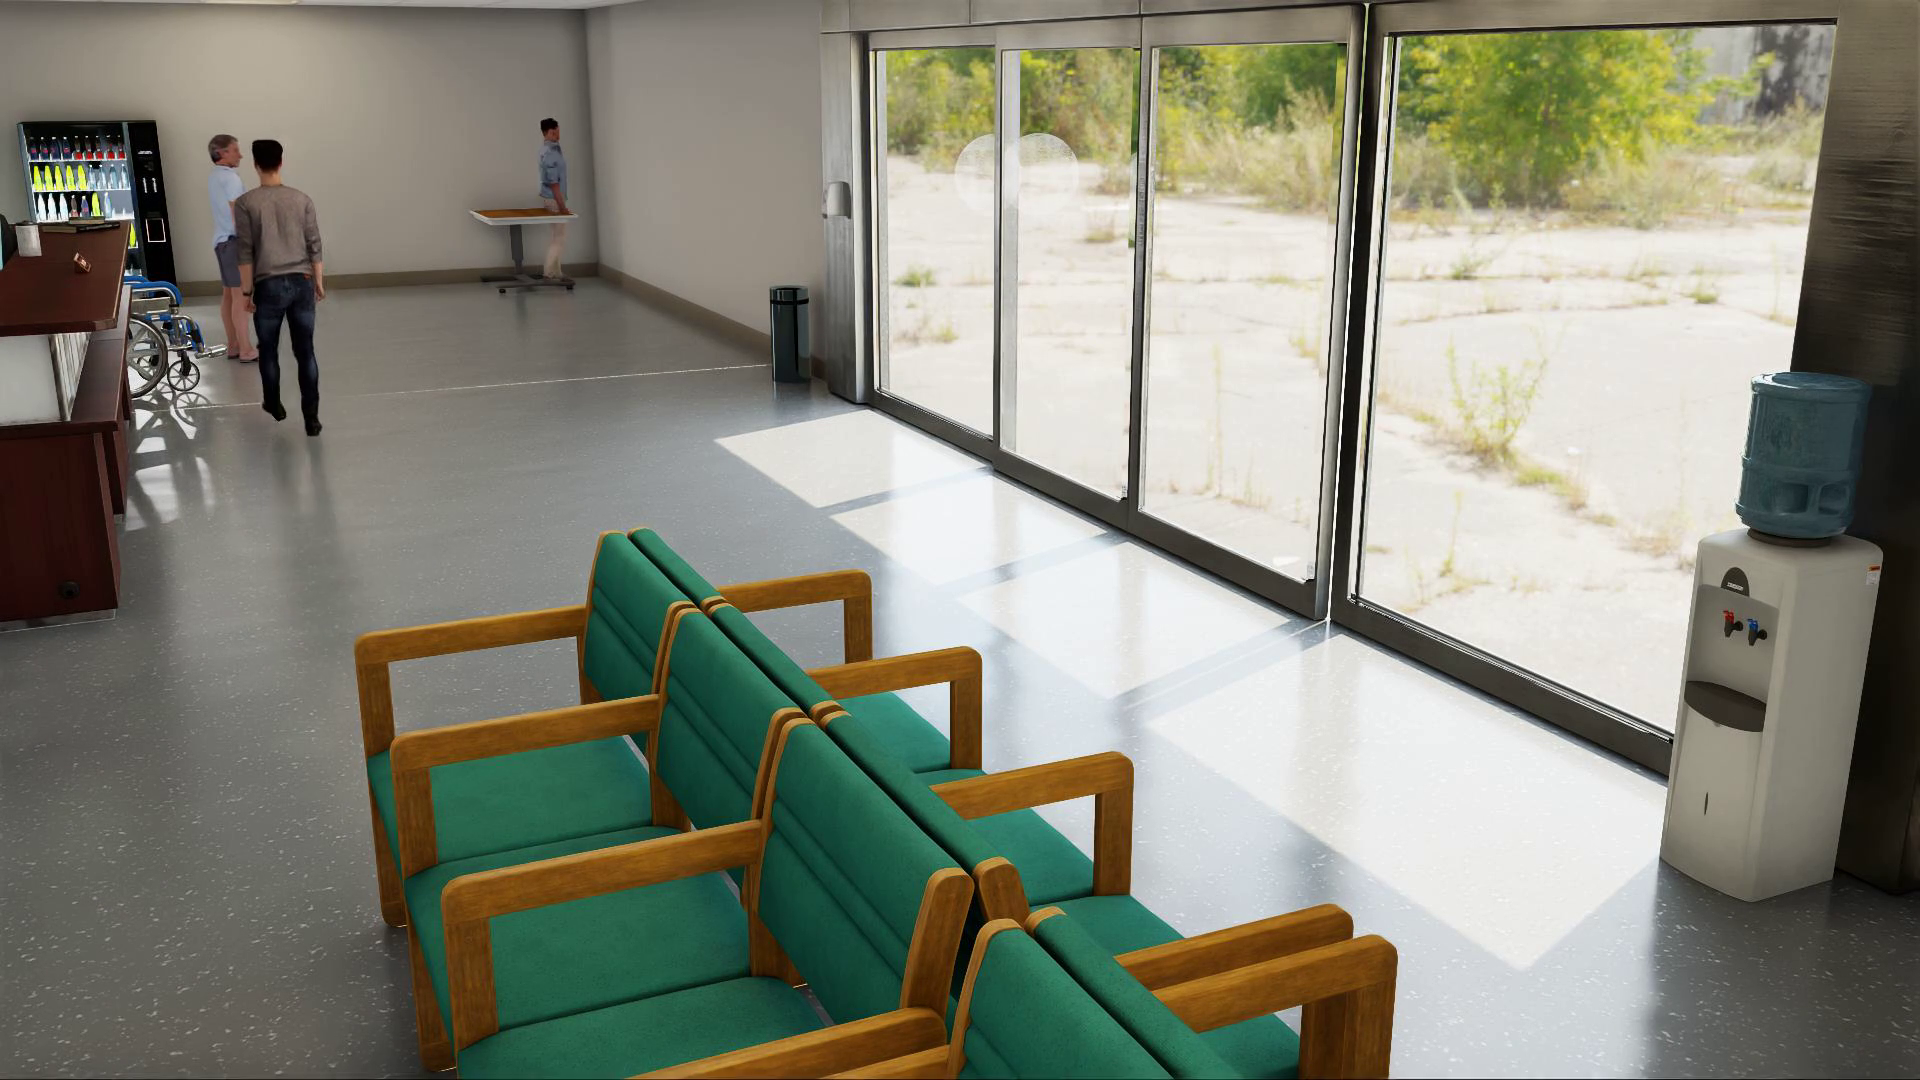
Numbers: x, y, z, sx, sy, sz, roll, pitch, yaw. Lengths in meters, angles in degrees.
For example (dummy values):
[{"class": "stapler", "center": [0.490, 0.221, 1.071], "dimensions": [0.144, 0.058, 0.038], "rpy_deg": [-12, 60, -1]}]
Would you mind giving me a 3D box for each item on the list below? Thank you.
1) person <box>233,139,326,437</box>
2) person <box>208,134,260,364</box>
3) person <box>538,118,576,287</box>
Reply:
[{"class": "person", "center": [-4.325, -1.582, 10.695], "dimensions": [1.033, 1.869, 0.796], "rpy_deg": [-8, 18, -27]}, {"class": "person", "center": [-5.970, -2.392, 13.639], "dimensions": [0.647, 1.831, 0.703], "rpy_deg": [-12, 20, -37]}, {"class": "person", "center": [-4.515, -3.766, 18.545], "dimensions": [0.662, 1.814, 0.734], "rpy_deg": [-8, 18, -27]}]
